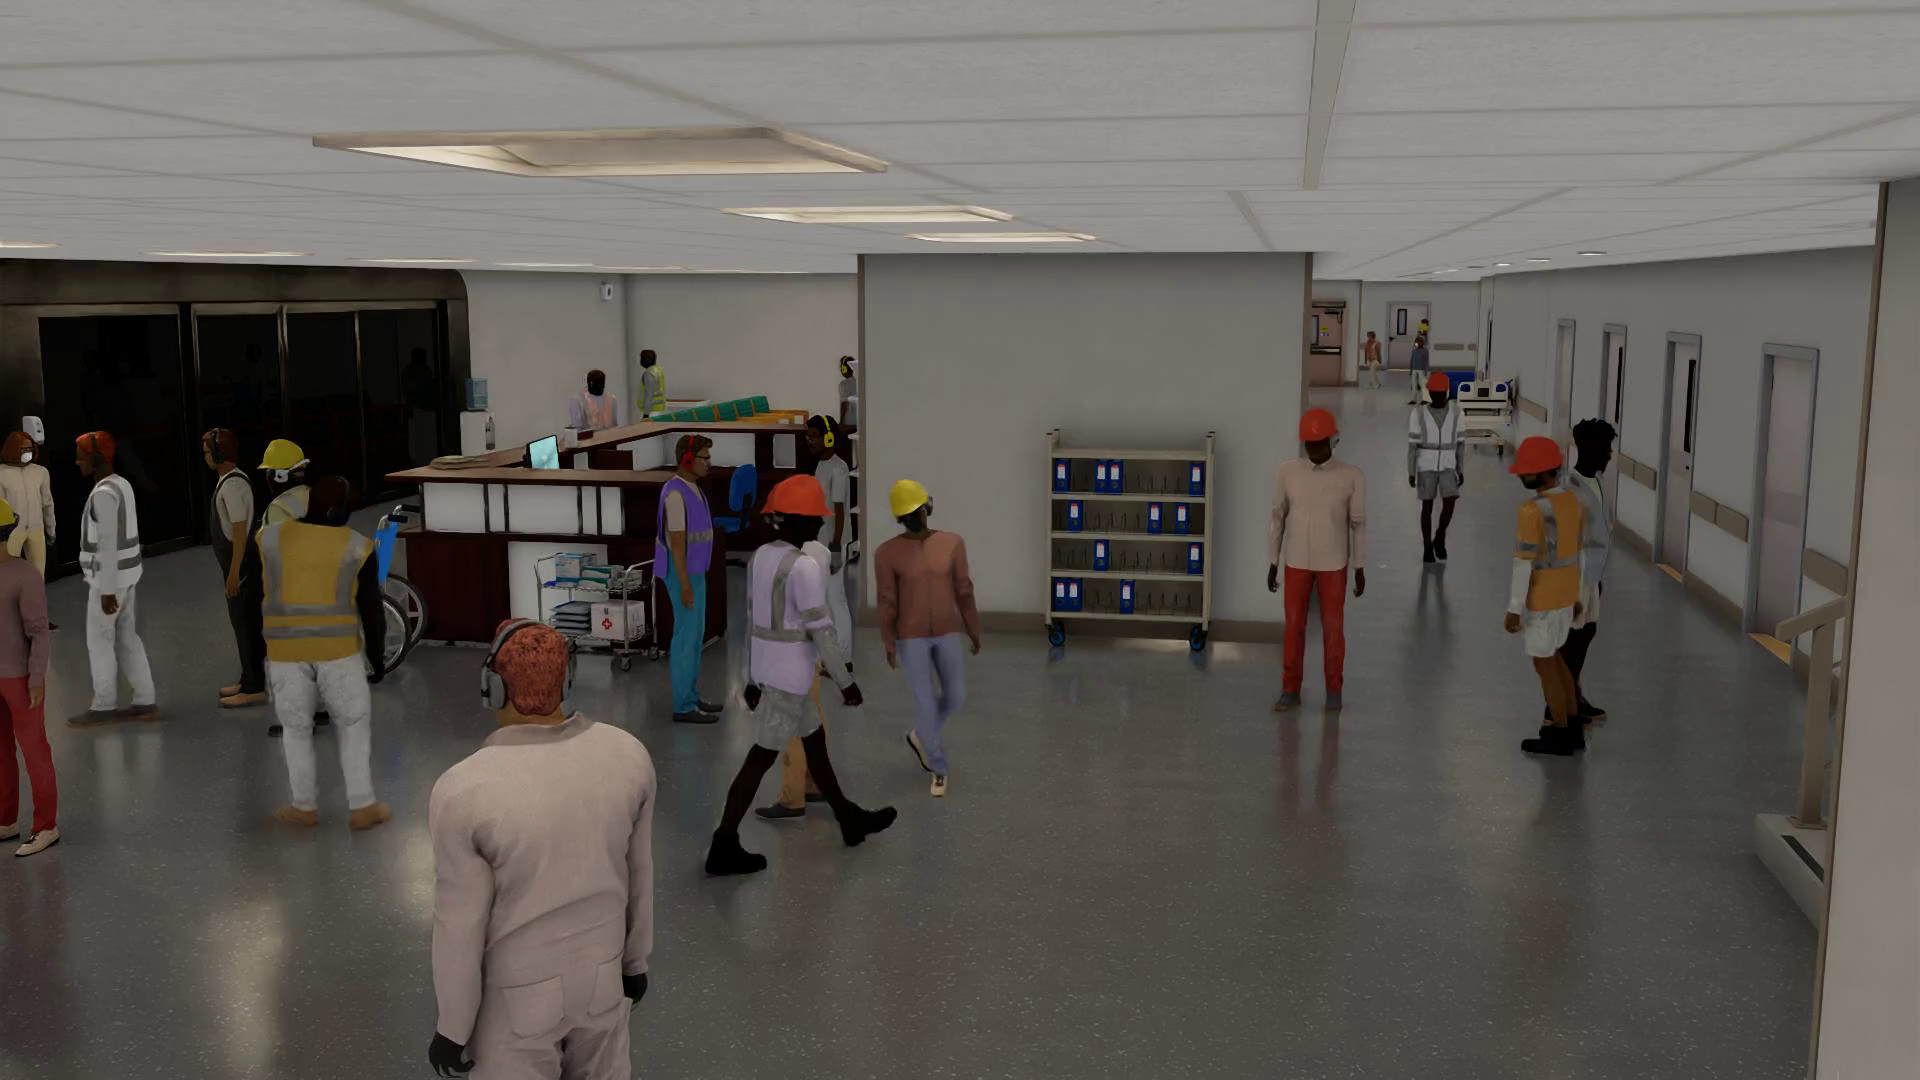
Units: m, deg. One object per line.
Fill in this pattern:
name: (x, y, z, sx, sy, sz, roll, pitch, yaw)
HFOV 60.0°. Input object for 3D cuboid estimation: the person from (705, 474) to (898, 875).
person: (-0.773, 0.625, 7.878, 1.045, 1.876, 0.549, -4, 10, -27)

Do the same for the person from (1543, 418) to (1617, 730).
person: (3.877, 0.208, 10.408, 0.385, 1.951, 0.617, 6, 11, 36)

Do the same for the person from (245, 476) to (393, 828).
person: (-3.248, 0.579, 8.433, 0.681, 1.808, 0.444, -2, 9, -16)

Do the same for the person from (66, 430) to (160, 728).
person: (-5.339, 0.246, 10.414, 0.533, 1.874, 0.608, -2, 9, -13)

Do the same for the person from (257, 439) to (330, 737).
person: (-4.102, 0.293, 10.237, 0.404, 1.829, 0.597, 0, 9, 2)

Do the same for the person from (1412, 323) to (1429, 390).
person: (12.651, -4.963, 45.163, 0.732, 1.809, 0.621, 4, 9, 23)

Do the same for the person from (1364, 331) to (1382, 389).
person: (11.517, -5.005, 46.143, 0.724, 1.606, 0.535, -6, 10, -33)

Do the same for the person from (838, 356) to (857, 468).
person: (-1.454, -1.511, 22.094, 0.311, 1.864, 0.533, 6, 10, 35)

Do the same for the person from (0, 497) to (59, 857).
person: (-4.643, 0.651, 8.064, 0.524, 1.769, 0.314, 3, 9, 20)

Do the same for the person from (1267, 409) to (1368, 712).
person: (2.307, 0.142, 10.756, 0.650, 1.979, 0.495, 4, 9, 23)

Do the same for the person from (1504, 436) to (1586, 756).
person: (3.431, 0.333, 9.746, 0.595, 1.900, 0.428, -8, 11, -41)

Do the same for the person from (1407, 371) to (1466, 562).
person: (4.767, -0.722, 16.650, 0.576, 1.922, 0.412, 1, 9, 6)

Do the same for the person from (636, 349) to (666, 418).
person: (-4.694, -1.978, 25.272, 0.429, 1.840, 0.636, 0, 9, 3)

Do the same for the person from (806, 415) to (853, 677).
person: (-0.934, 0.039, 11.829, 0.326, 1.862, 0.508, -3, 9, -20)

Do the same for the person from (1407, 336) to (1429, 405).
person: (10.916, -4.021, 39.556, 0.322, 1.641, 0.507, -6, 11, -36)

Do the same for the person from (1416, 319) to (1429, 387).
person: (12.959, -5.242, 46.659, 0.386, 1.927, 0.641, 2, 9, 16)

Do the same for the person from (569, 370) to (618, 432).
person: (-4.376, -1.150, 19.965, 0.635, 1.794, 0.986, -7, 11, -37)

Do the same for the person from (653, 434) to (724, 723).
person: (-1.727, 0.243, 10.574, 0.419, 1.833, 0.562, 0, 9, 3)

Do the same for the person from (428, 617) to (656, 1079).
person: (-1.093, 1.145, 4.327, 0.401, 1.906, 0.651, 8, 12, 42)

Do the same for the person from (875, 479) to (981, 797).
person: (-0.187, 0.516, 9.110, 0.574, 1.725, 0.530, -3, 9, -20)

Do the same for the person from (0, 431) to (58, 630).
person: (-7.446, -0.055, 13.237, 0.285, 1.627, 0.504, 5, 10, 30)

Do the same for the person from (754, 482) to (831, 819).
person: (-0.881, 0.570, 8.645, 0.324, 1.752, 0.561, 4, 9, 22)

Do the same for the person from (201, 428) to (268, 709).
person: (-4.763, 0.181, 10.932, 0.326, 1.840, 0.517, -3, 9, -21)
